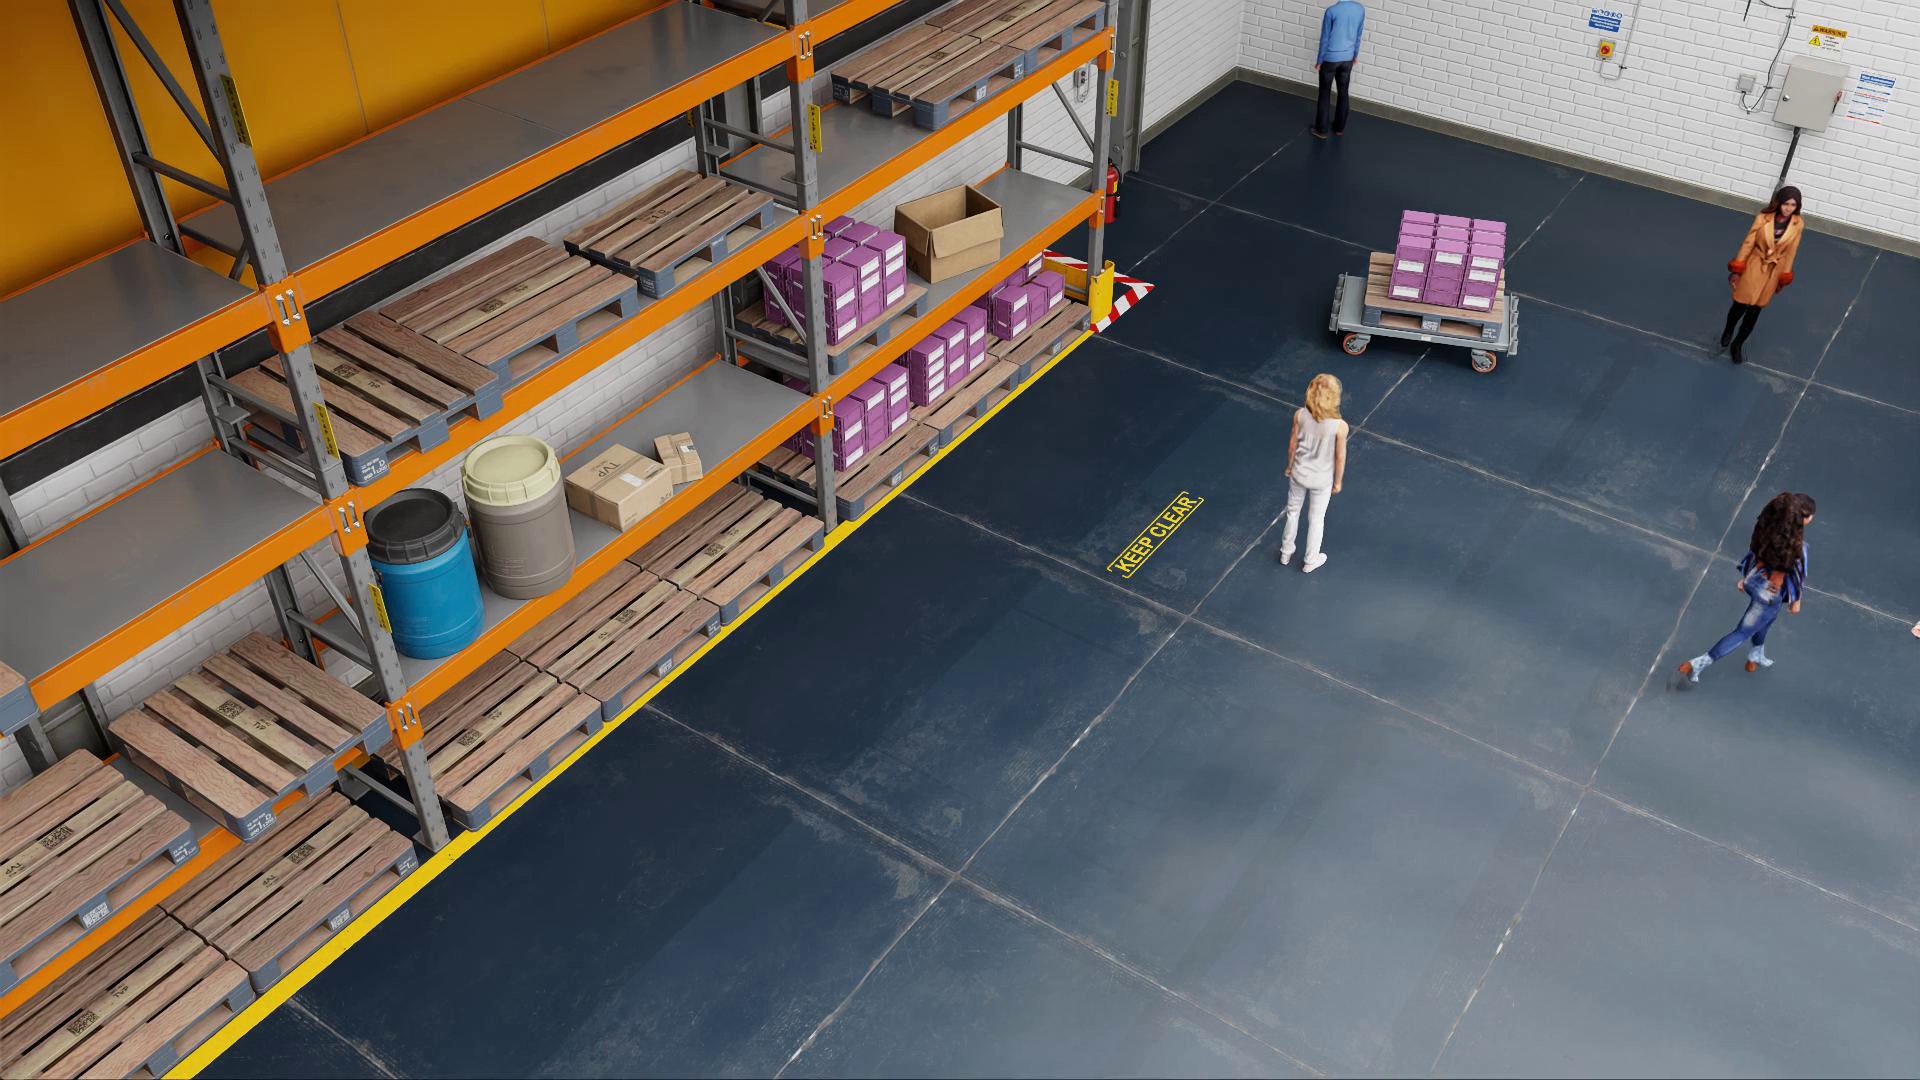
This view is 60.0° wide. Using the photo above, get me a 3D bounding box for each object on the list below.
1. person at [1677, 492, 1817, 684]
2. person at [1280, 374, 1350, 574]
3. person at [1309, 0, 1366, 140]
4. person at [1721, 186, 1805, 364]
[{"bbox_3d":[5.427,0.383,11.340,1.101,1.585,1.028,-6,39,-8],"label":"person"},{"bbox_3d":[2.617,-0.501,12.376,0.589,1.672,0.533,22,44,25],"label":"person"},{"bbox_3d":[4.159,-5.330,18.310,0.712,1.813,0.804,-11,40,-13],"label":"person"},{"bbox_3d":[7.037,-2.351,14.663,0.815,1.709,0.839,10,40,12],"label":"person"}]
